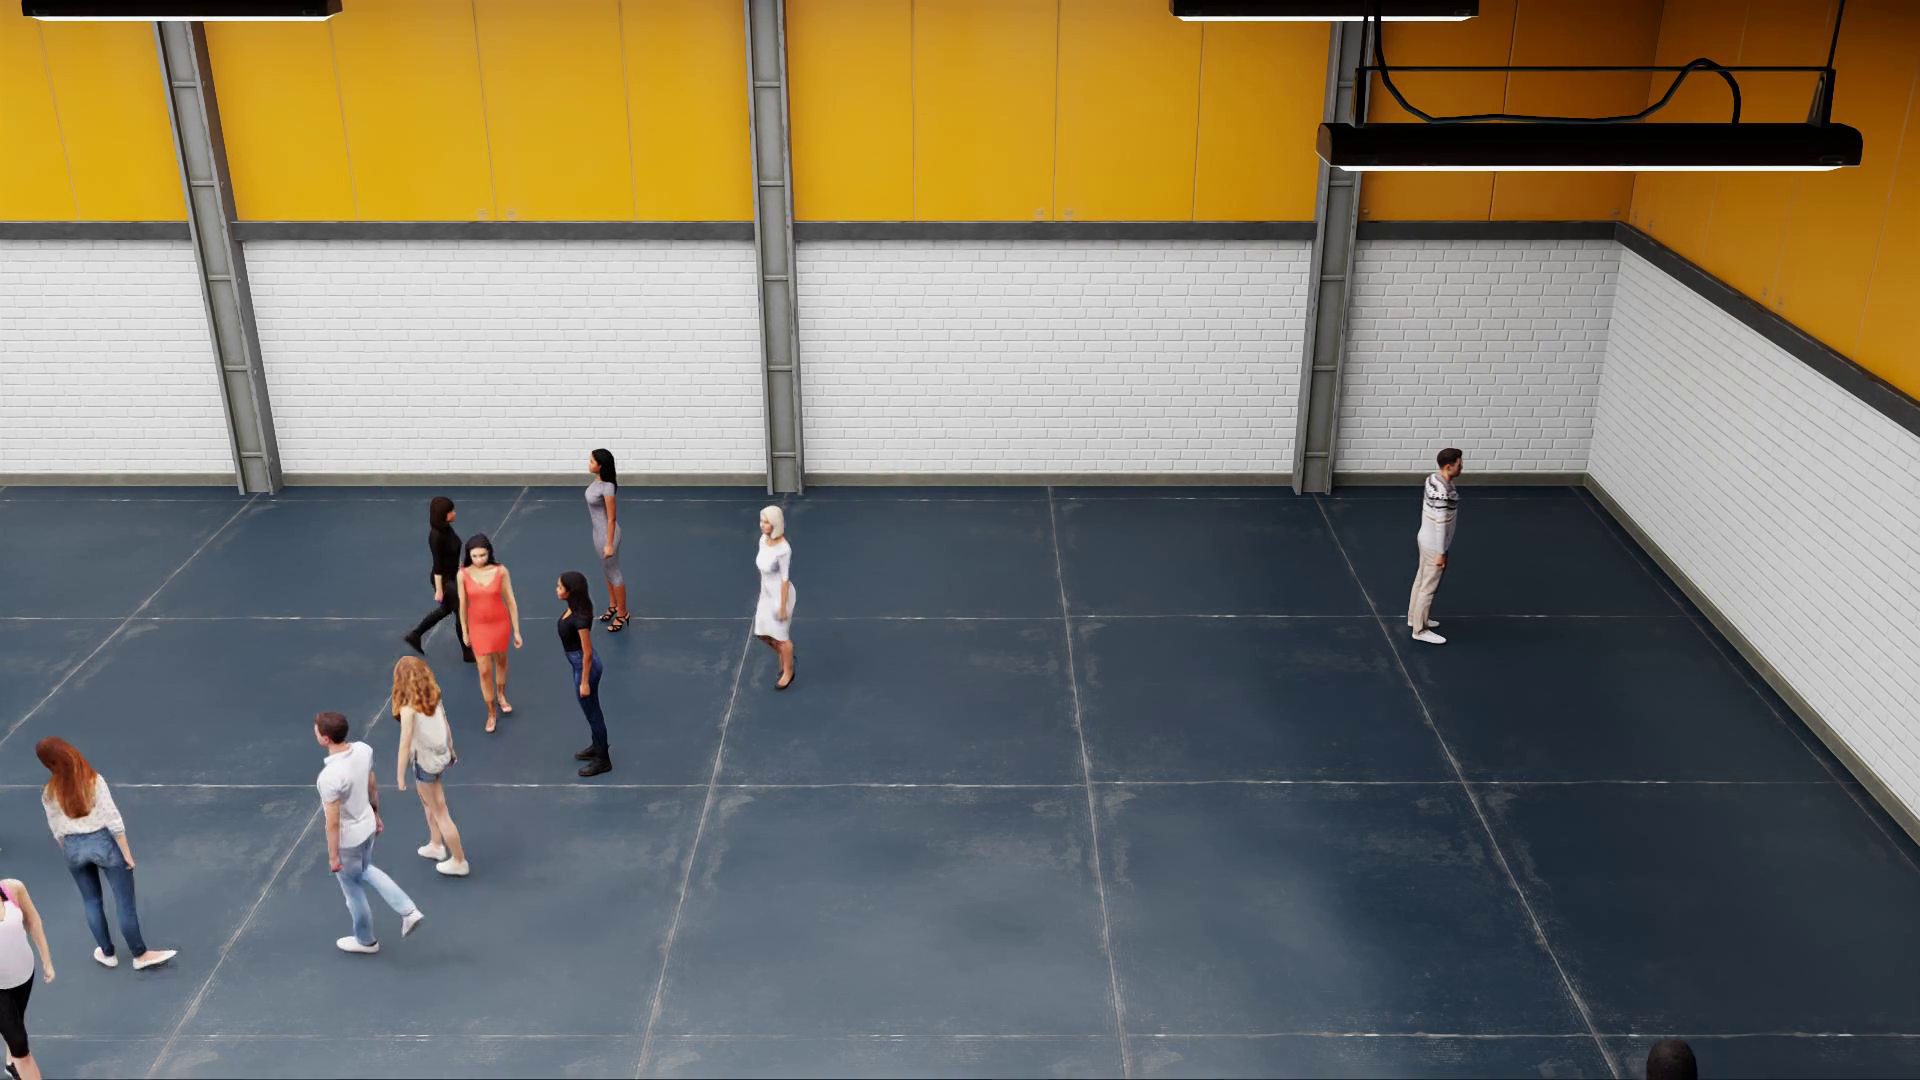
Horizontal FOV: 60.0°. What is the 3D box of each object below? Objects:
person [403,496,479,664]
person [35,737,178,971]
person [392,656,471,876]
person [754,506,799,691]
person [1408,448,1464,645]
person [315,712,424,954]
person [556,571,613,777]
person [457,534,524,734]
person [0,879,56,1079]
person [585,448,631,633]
[{"bbox_3d":[-4.664,0.367,14.835,1.018,1.615,0.633,-3,24,-6],"label":"person"},{"bbox_3d":[-5.607,2.059,10.857,0.543,1.701,0.864,1,24,3],"label":"person"},{"bbox_3d":[-3.668,1.626,11.797,0.804,1.743,0.731,7,25,17],"label":"person"},{"bbox_3d":[-1.523,0.484,14.417,0.768,1.737,0.713,-18,29,-35],"label":"person"},{"bbox_3d":[4.374,0.015,15.337,0.570,1.860,0.705,2,24,5],"label":"person"},{"bbox_3d":[-3.903,1.951,10.929,0.907,1.841,0.764,5,24,10],"label":"person"},{"bbox_3d":[-2.961,1.038,13.147,0.619,1.738,0.630,-7,25,-15],"label":"person"},{"bbox_3d":[-3.961,0.702,13.967,0.866,1.697,0.844,-11,26,-23],"label":"person"},{"bbox_3d":[-5.619,2.529,9.736,1.187,1.739,1.059,19,30,36],"label":"person"},{"bbox_3d":[-3.280,-0.012,15.495,0.649,1.781,0.656,-10,26,-23],"label":"person"}]
